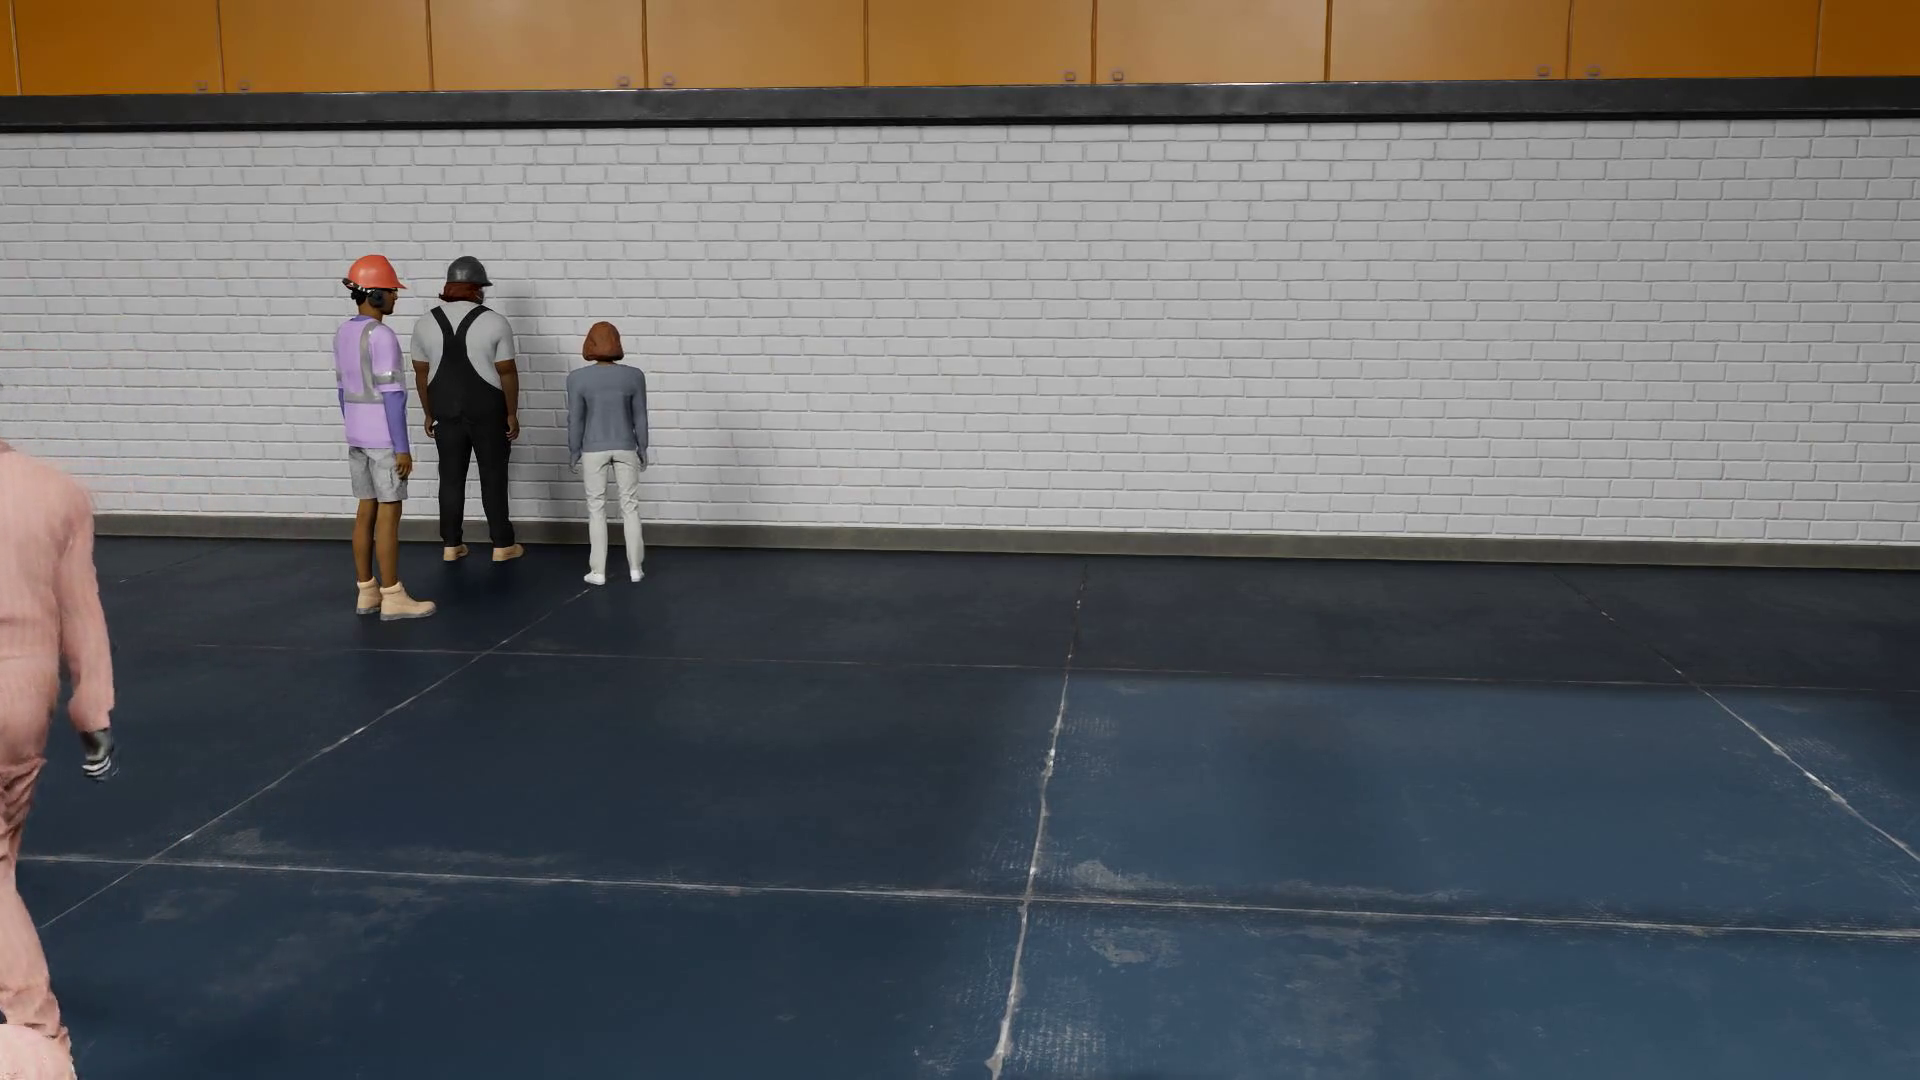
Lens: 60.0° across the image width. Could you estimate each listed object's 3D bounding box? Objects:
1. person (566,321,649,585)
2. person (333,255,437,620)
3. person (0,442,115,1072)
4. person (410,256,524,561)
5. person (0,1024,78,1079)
[{"bbox_3d":[-2.183,-0.533,10.343,0.511,1.630,0.265,-4,11,-24],"label":"person"},{"bbox_3d":[-3.262,-0.571,9.375,0.605,2.044,0.374,9,14,43],"label":"person"},{"bbox_3d":[-2.504,0.437,4.180,1.044,1.858,0.645,8,12,37],"label":"person"},{"bbox_3d":[-3.262,-0.878,11.140,0.686,2.000,0.535,1,10,5],"label":"person"},{"bbox_3d":[-0.980,0.976,1.405,0.562,1.742,0.334,-3,10,-18],"label":"person"}]
